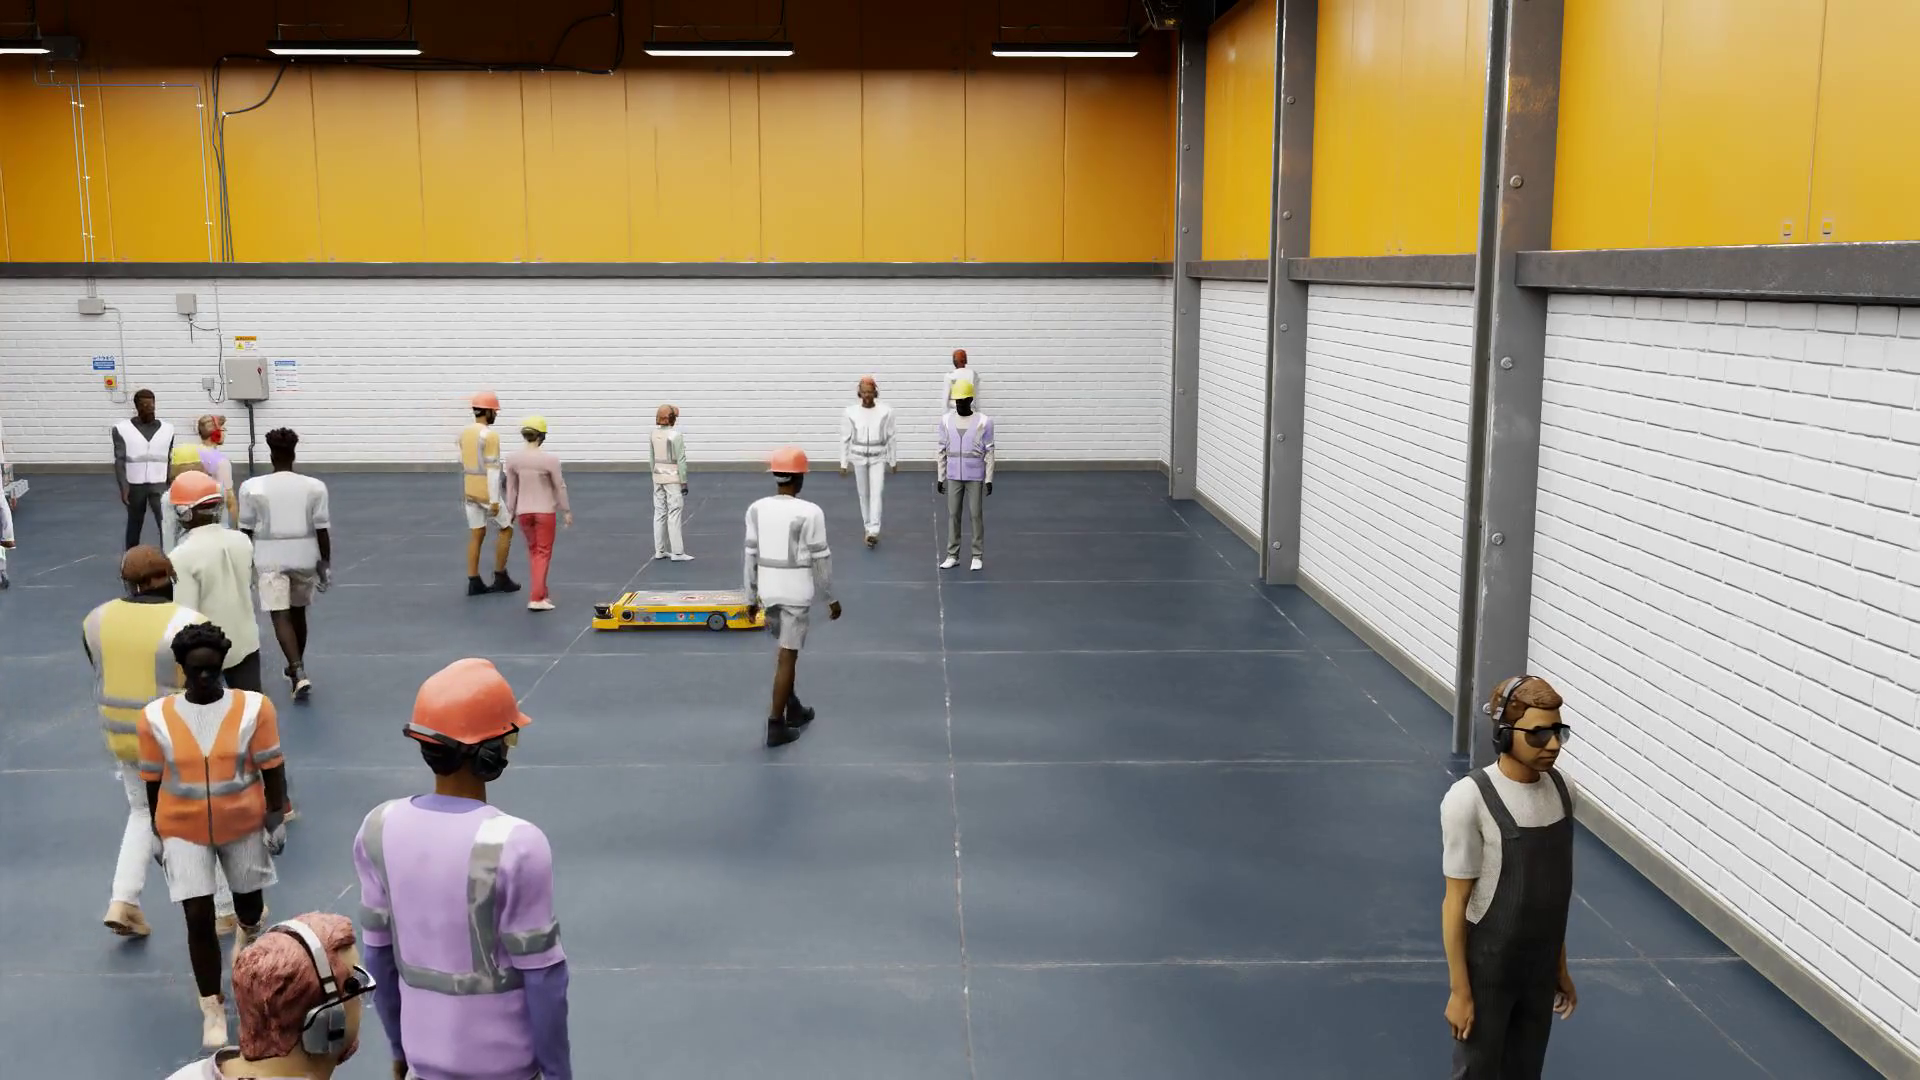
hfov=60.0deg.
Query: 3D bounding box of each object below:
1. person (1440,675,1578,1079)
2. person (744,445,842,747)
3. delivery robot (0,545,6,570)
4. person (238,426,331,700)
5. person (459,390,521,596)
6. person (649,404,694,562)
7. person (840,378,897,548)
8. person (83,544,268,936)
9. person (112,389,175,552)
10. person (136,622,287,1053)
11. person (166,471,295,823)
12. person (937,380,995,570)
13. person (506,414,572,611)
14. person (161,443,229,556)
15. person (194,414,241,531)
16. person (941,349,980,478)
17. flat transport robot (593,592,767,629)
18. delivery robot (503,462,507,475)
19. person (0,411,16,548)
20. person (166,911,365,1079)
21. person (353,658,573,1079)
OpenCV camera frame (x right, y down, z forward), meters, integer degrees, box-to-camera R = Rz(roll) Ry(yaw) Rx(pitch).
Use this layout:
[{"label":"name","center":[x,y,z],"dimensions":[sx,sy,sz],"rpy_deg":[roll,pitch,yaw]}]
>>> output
[{"label":"person","center":[1.658,1.307,5.010],"dimensions":[0.508,1.846,0.345],"rpy_deg":[-6,11,-31]},{"label":"person","center":[-1.054,0.339,10.764],"dimensions":[0.557,1.905,0.824],"rpy_deg":[6,11,31]},{"label":"delivery robot","center":[-9.396,0.133,15.864],"dimensions":[0.707,0.478,0.477],"rpy_deg":[8,12,42]},{"label":"person","center":[-4.786,0.156,11.848],"dimensions":[0.606,1.929,0.973],"rpy_deg":[-6,11,-35]},{"label":"person","center":[-4.377,-0.439,15.494],"dimensions":[0.556,1.910,0.614],"rpy_deg":[7,12,37]},{"label":"person","center":[-3.022,-0.590,17.276],"dimensions":[0.512,1.638,0.307],"rpy_deg":[7,12,38]},{"label":"person","center":[-1.010,-0.841,18.195],"dimensions":[0.605,1.831,0.989],"rpy_deg":[0,9,2]},{"label":"person","center":[-3.577,0.922,7.461],"dimensions":[0.638,1.817,0.545],"rpy_deg":[2,9,11]},{"label":"person","center":[-8.012,-0.555,16.361],"dimensions":[0.595,1.875,1.005],"rpy_deg":[-8,12,-41]},{"label":"person","center":[-2.988,1.123,6.688],"dimensions":[0.532,1.674,0.728],"rpy_deg":[-4,10,-22]},{"label":"person","center":[-4.128,0.587,9.109],"dimensions":[1.029,1.941,0.634],"rpy_deg":[4,10,22]},{"label":"person","center":[0.048,-0.652,16.766],"dimensions":[0.595,1.925,0.374],"rpy_deg":[3,10,18]},{"label":"person","center":[-3.741,-0.240,14.784],"dimensions":[0.552,1.756,0.477],"rpy_deg":[2,10,13]},{"label":"person","center":[-5.748,0.127,12.565],"dimensions":[0.530,1.727,0.504],"rpy_deg":[9,13,44]},{"label":"person","center":[-6.203,-0.142,13.923],"dimensions":[0.607,1.826,0.546],"rpy_deg":[7,12,37]},{"label":"person","center":[0.005,-1.811,24.031],"dimensions":[0.586,1.879,0.367],"rpy_deg":[-4,10,-22]},{"label":"flat transport robot","center":[-2.364,0.590,14.218],"dimensions":[1.431,0.197,0.652],"rpy_deg":[0,9,-1]},{"label":"delivery robot","center":[-5.804,-0.952,22.517],"dimensions":[0.707,0.478,0.477],"rpy_deg":[-1,9,-7]},{"label":"person","center":[-10.436,-0.791,17.845],"dimensions":[0.315,1.857,0.509],"rpy_deg":[0,9,1]},{"label":"person","center":[-1.136,1.595,3.152],"dimensions":[0.669,1.865,0.941],"rpy_deg":[7,12,38]},{"label":"person","center":[-1.255,1.315,4.348],"dimensions":[0.605,2.045,0.383],"rpy_deg":[4,10,24]}]
